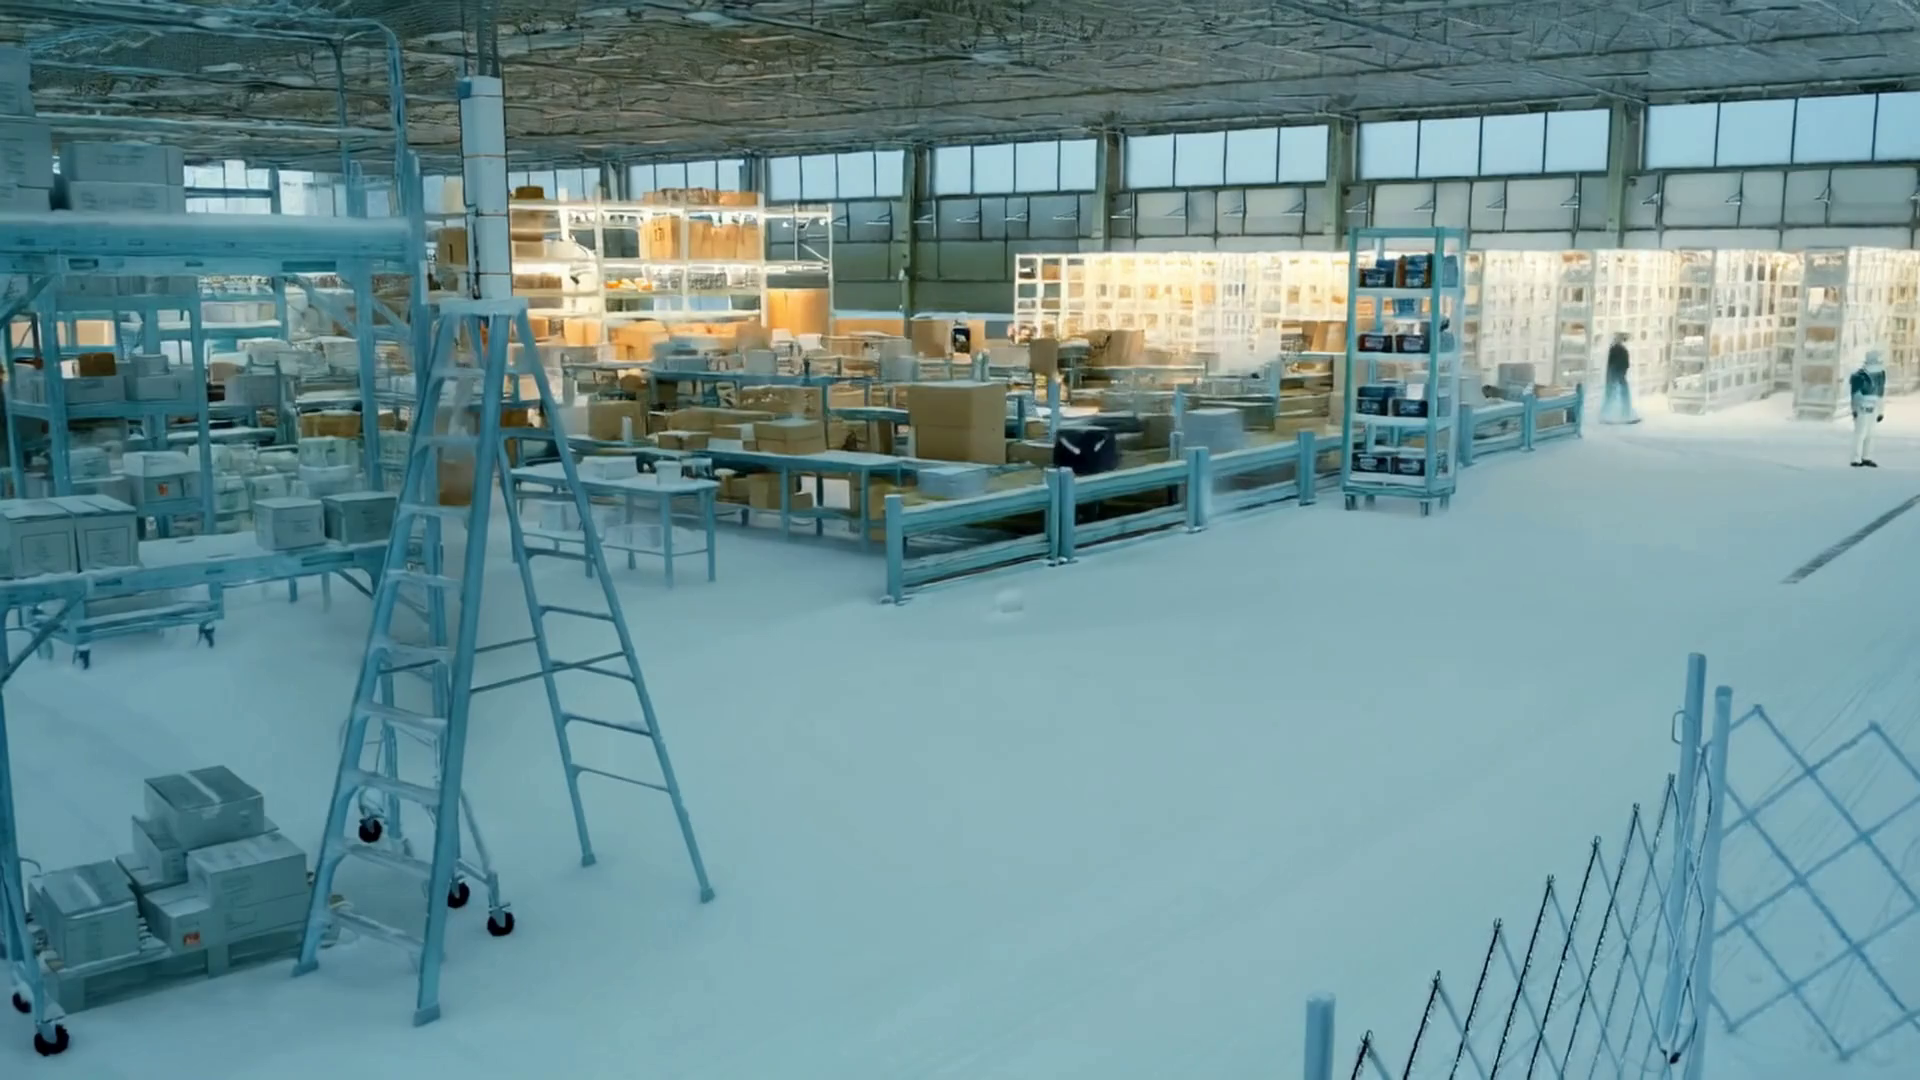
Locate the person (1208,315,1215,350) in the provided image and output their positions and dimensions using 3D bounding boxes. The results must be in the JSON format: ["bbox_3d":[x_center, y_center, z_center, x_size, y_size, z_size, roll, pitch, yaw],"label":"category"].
[{"bbox_3d":[7.954,-6.165,51.397,0.996,1.955,0.610,3,10,19],"label":"person"}]

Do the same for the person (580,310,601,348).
[{"bbox_3d":[-11.239,-6.020,50.606,0.627,1.924,0.390,-1,9,-6],"label":"person"}]

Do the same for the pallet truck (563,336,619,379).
[{"bbox_3d":[-10.690,-5.294,48.215,1.601,1.201,0.680,-5,10,-26],"label":"pallet truck"}]

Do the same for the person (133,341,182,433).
[{"bbox_3d":[-14.971,-2.792,30.827,0.626,1.788,0.889,7,12,38],"label":"person"}]

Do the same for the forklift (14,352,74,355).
[{"bbox_3d":[-33.332,-8.035,60.177,1.129,2.768,1.873,7,11,37],"label":"forklift"}]

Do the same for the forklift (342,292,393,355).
[{"bbox_3d":[-16.485,-5.622,45.120,1.129,2.768,1.873,7,11,37],"label":"forklift"}]

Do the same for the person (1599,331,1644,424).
[{"bbox_3d":[13.290,-3.234,33.345,0.671,1.866,0.913,-9,13,-43],"label":"person"}]

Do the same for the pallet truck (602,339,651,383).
[{"bbox_3d":[-8.991,-4.871,45.351,0.653,1.274,1.630,7,11,37],"label":"pallet truck"}]

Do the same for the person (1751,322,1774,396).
[{"bbox_3d":[19.931,-4.497,41.345,0.563,1.837,0.389,9,13,44],"label":"person"}]

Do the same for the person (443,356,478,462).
[{"bbox_3d":[-7.973,-2.117,26.886,0.890,1.694,0.526,-4,10,-23],"label":"person"}]

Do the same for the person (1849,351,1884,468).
[{"bbox_3d":[14.179,-2.032,25.974,0.595,1.832,0.404,-3,10,-20],"label":"person"}]
